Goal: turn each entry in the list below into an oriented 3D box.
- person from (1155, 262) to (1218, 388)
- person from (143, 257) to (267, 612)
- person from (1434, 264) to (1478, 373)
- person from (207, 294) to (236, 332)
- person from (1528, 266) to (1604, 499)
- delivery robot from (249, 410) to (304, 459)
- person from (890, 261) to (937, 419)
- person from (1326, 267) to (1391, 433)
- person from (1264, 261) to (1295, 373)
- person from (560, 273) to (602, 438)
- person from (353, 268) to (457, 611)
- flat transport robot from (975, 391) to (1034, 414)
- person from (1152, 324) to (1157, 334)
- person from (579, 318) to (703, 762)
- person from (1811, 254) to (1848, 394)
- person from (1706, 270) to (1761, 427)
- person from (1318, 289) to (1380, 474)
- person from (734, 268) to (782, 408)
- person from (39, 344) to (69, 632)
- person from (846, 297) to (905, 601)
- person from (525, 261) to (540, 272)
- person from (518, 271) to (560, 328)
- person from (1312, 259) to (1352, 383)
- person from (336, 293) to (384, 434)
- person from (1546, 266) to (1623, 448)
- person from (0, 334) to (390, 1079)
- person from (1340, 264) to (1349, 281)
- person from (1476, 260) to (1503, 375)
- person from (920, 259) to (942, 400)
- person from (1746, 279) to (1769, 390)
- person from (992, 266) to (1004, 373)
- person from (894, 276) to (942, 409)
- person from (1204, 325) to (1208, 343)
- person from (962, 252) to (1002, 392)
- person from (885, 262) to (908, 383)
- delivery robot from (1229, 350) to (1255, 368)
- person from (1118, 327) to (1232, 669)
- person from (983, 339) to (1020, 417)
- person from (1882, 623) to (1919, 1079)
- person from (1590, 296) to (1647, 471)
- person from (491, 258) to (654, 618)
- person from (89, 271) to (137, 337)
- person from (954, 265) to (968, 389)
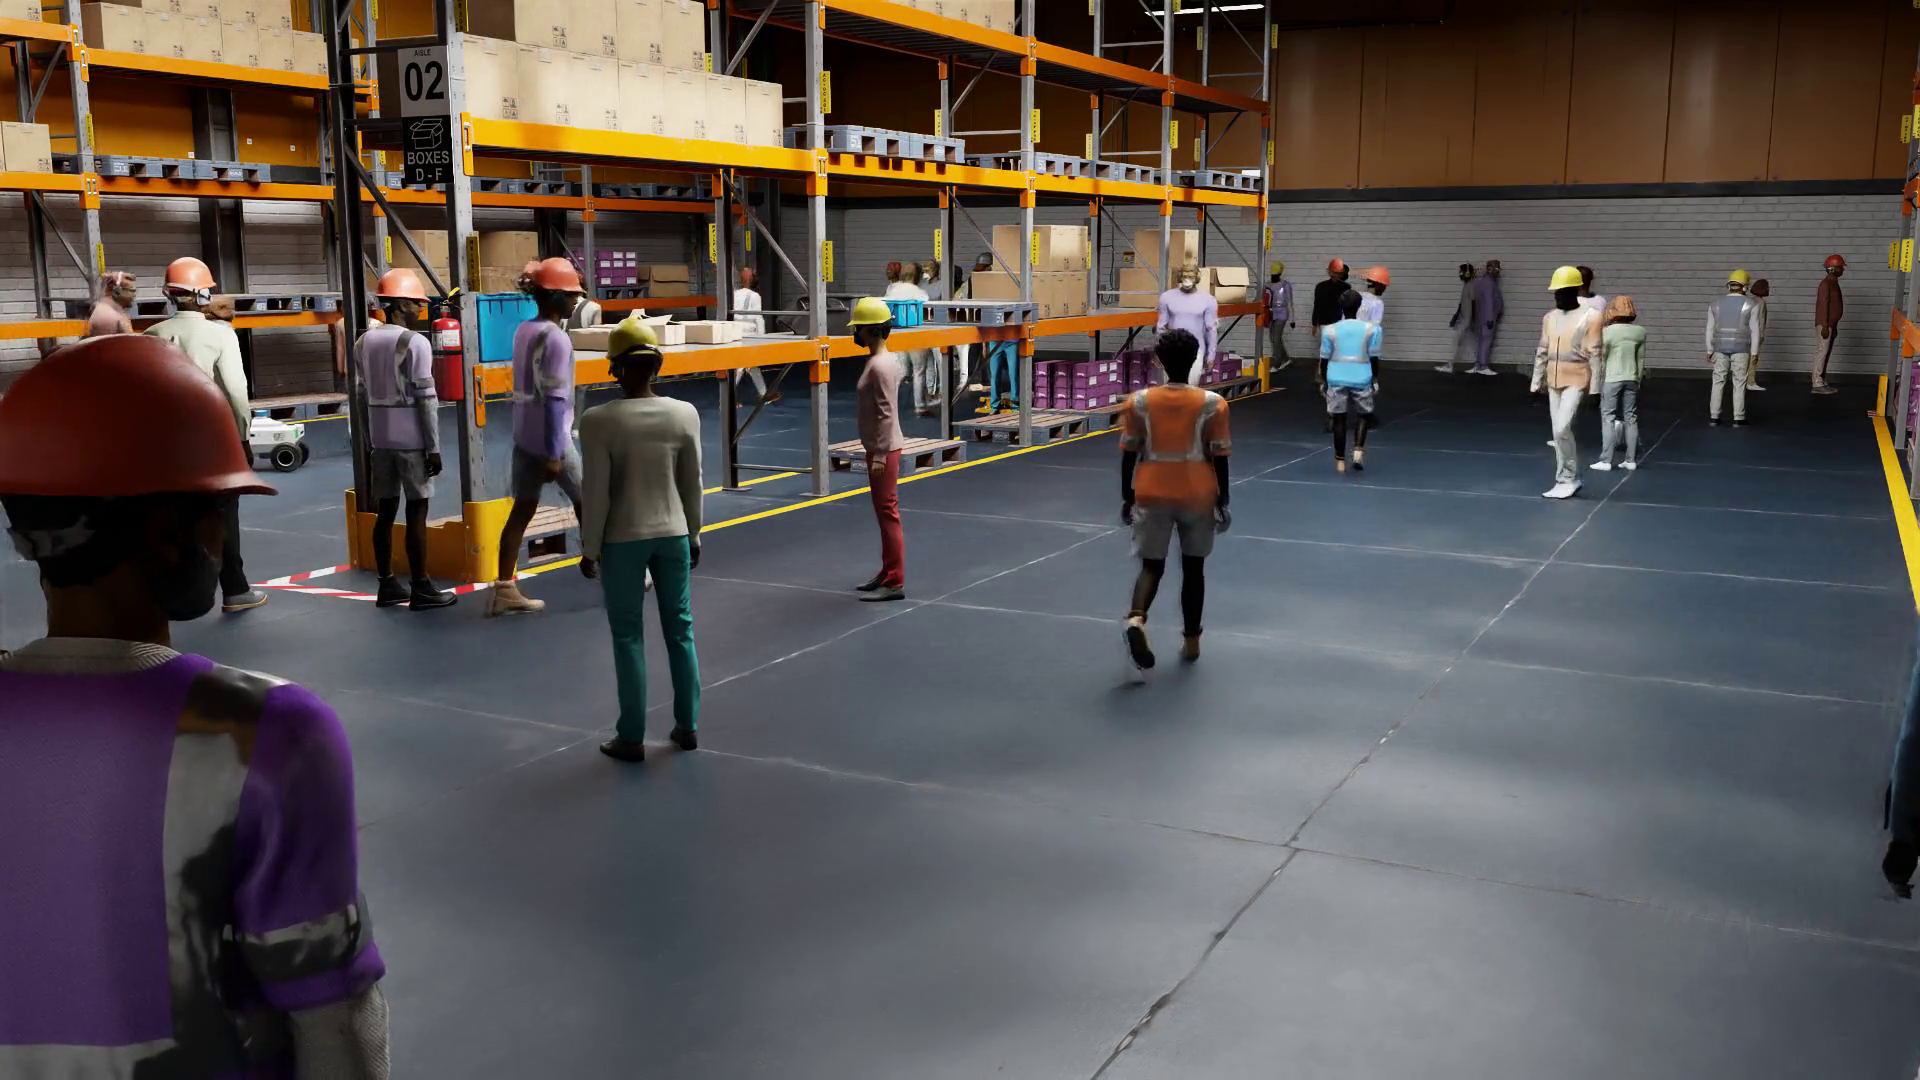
[{"bbox_3d":[2.371,-1.944,17.467,0.664,1.921,0.564,2,10,13],"label":"person"},{"bbox_3d":[-4.271,-0.582,9.373,0.612,1.997,0.375,2,10,9],"label":"person"},{"bbox_3d":[8.432,-3.713,28.001,0.914,1.828,0.533,2,10,12],"label":"person"},{"bbox_3d":[-7.294,-1.617,16.448,0.584,1.612,0.374,8,12,38],"label":"person"},{"bbox_3d":[4.928,-1.274,13.613,0.477,1.909,0.629,-4,11,-24],"label":"person"},{"bbox_3d":[-6.496,-0.961,15.467,0.707,0.478,0.477,-2,10,-13],"label":"delivery robot"},{"bbox_3d":[-0.613,-2.412,20.177,0.697,1.922,0.660,-8,13,-40],"label":"person"},{"bbox_3d":[4.543,-2.141,18.799,0.987,1.855,0.584,-4,11,-22],"label":"person"},{"bbox_3d":[5.459,-3.787,28.280,0.780,1.887,0.634,-6,12,-31],"label":"person"},{"bbox_3d":[-4.191,-2.045,18.416,0.535,1.791,0.985,0,10,2],"label":"person"},{"bbox_3d":[-3.160,-0.567,9.465,0.549,1.934,0.374,5,11,27],"label":"person"},{"bbox_3d":[0.786,-1.748,21.115,0.652,0.197,1.431,5,11,26],"label":"flat transport robot"},{"bbox_3d":[3.400,-3.438,26.349,0.649,1.856,0.994,9,13,43],"label":"person"},{"bbox_3d":[-1.282,-0.001,6.679,0.533,1.765,0.326,-7,12,-36],"label":"person"},{"bbox_3d":[12.535,-3.109,23.998,0.375,1.997,0.612,8,12,38],"label":"person"},{"bbox_3d":[9.011,-2.227,19.378,0.600,1.827,0.404,9,14,43],"label":"person"},{"bbox_3d":[3.546,-1.439,15.190,0.554,1.687,0.355,3,10,14],"label":"person"},{"bbox_3d":[-2.762,-2.648,21.834,1.020,1.826,0.578,-9,13,-41],"label":"person"},{"bbox_3d":[-3.782,-0.025,7.185,0.511,1.639,0.308,-1,10,-3],"label":"person"},{"bbox_3d":[-0.492,-0.524,9.706,0.326,1.767,0.533,-1,10,-5],"label":"person"},{"bbox_3d":[-5.156,-2.404,20.149,0.580,1.911,0.751,4,10,20],"label":"person"},{"bbox_3d":[-3.815,-1.496,15.053,0.521,1.865,0.334,6,12,32],"label":"person"},{"bbox_3d":[5.678,-3.331,25.471,0.621,1.946,1.014,-3,10,-15],"label":"person"},{"bbox_3d":[-6.042,-1.697,16.892,0.546,1.622,0.381,1,10,7],"label":"person"},{"bbox_3d":[6.445,-1.864,17.090,0.608,1.899,0.765,-5,11,-29],"label":"person"},{"bbox_3d":[-0.907,0.738,1.908,0.551,1.933,0.369,0,10,3],"label":"person"},{"bbox_3d":[6.339,-3.686,27.797,0.429,1.842,0.626,2,10,9],"label":"person"},{"bbox_3d":[8.826,-3.700,27.689,0.404,1.904,0.651,2,10,12],"label":"person"},{"bbox_3d":[-0.348,-2.803,22.404,0.353,1.936,0.635,-9,13,-42],"label":"person"},{"bbox_3d":[11.781,-3.033,24.608,0.285,1.633,0.501,1,10,7],"label":"person"},{"bbox_3d":[0.555,-3.670,27.524,0.629,1.911,0.955,5,11,25],"label":"person"},{"bbox_3d":[-0.670,-2.551,21.345,1.030,1.800,0.548,-10,14,-44],"label":"person"},{"bbox_3d":[3.880,-3.504,26.918,0.940,1.785,0.614,-4,10,-20],"label":"person"},{"bbox_3d":[0.367,-3.186,24.320,0.536,2.000,0.684,-6,12,-32],"label":"person"},{"bbox_3d":[-0.997,-3.377,25.881,0.340,1.881,0.585,-6,12,-33],"label":"person"},{"bbox_3d":[4.106,-2.635,25.153,0.707,0.478,0.477,-2,10,-13],"label":"delivery robot"},{"bbox_3d":[1.027,-0.189,8.050,0.554,1.670,0.697,2,10,14],"label":"person"},{"bbox_3d":[0.544,-2.391,20.310,0.561,1.836,0.379,2,10,11],"label":"person"},{"bbox_3d":[2.201,0.653,3.394,0.872,1.592,0.520,-3,10,-17],"label":"person"},{"bbox_3d":[6.147,-1.457,15.524,0.496,1.625,0.287,-2,10,-13],"label":"person"},{"bbox_3d":[-2.231,-0.578,9.368,1.015,1.986,0.614,-8,13,-40],"label":"person"},{"bbox_3d":[-6.834,-1.260,13.667,0.884,1.858,0.677,-5,11,-26],"label":"person"},{"bbox_3d":[-0.068,-3.158,24.788,0.647,1.844,0.428,4,11,24],"label":"person"}]
